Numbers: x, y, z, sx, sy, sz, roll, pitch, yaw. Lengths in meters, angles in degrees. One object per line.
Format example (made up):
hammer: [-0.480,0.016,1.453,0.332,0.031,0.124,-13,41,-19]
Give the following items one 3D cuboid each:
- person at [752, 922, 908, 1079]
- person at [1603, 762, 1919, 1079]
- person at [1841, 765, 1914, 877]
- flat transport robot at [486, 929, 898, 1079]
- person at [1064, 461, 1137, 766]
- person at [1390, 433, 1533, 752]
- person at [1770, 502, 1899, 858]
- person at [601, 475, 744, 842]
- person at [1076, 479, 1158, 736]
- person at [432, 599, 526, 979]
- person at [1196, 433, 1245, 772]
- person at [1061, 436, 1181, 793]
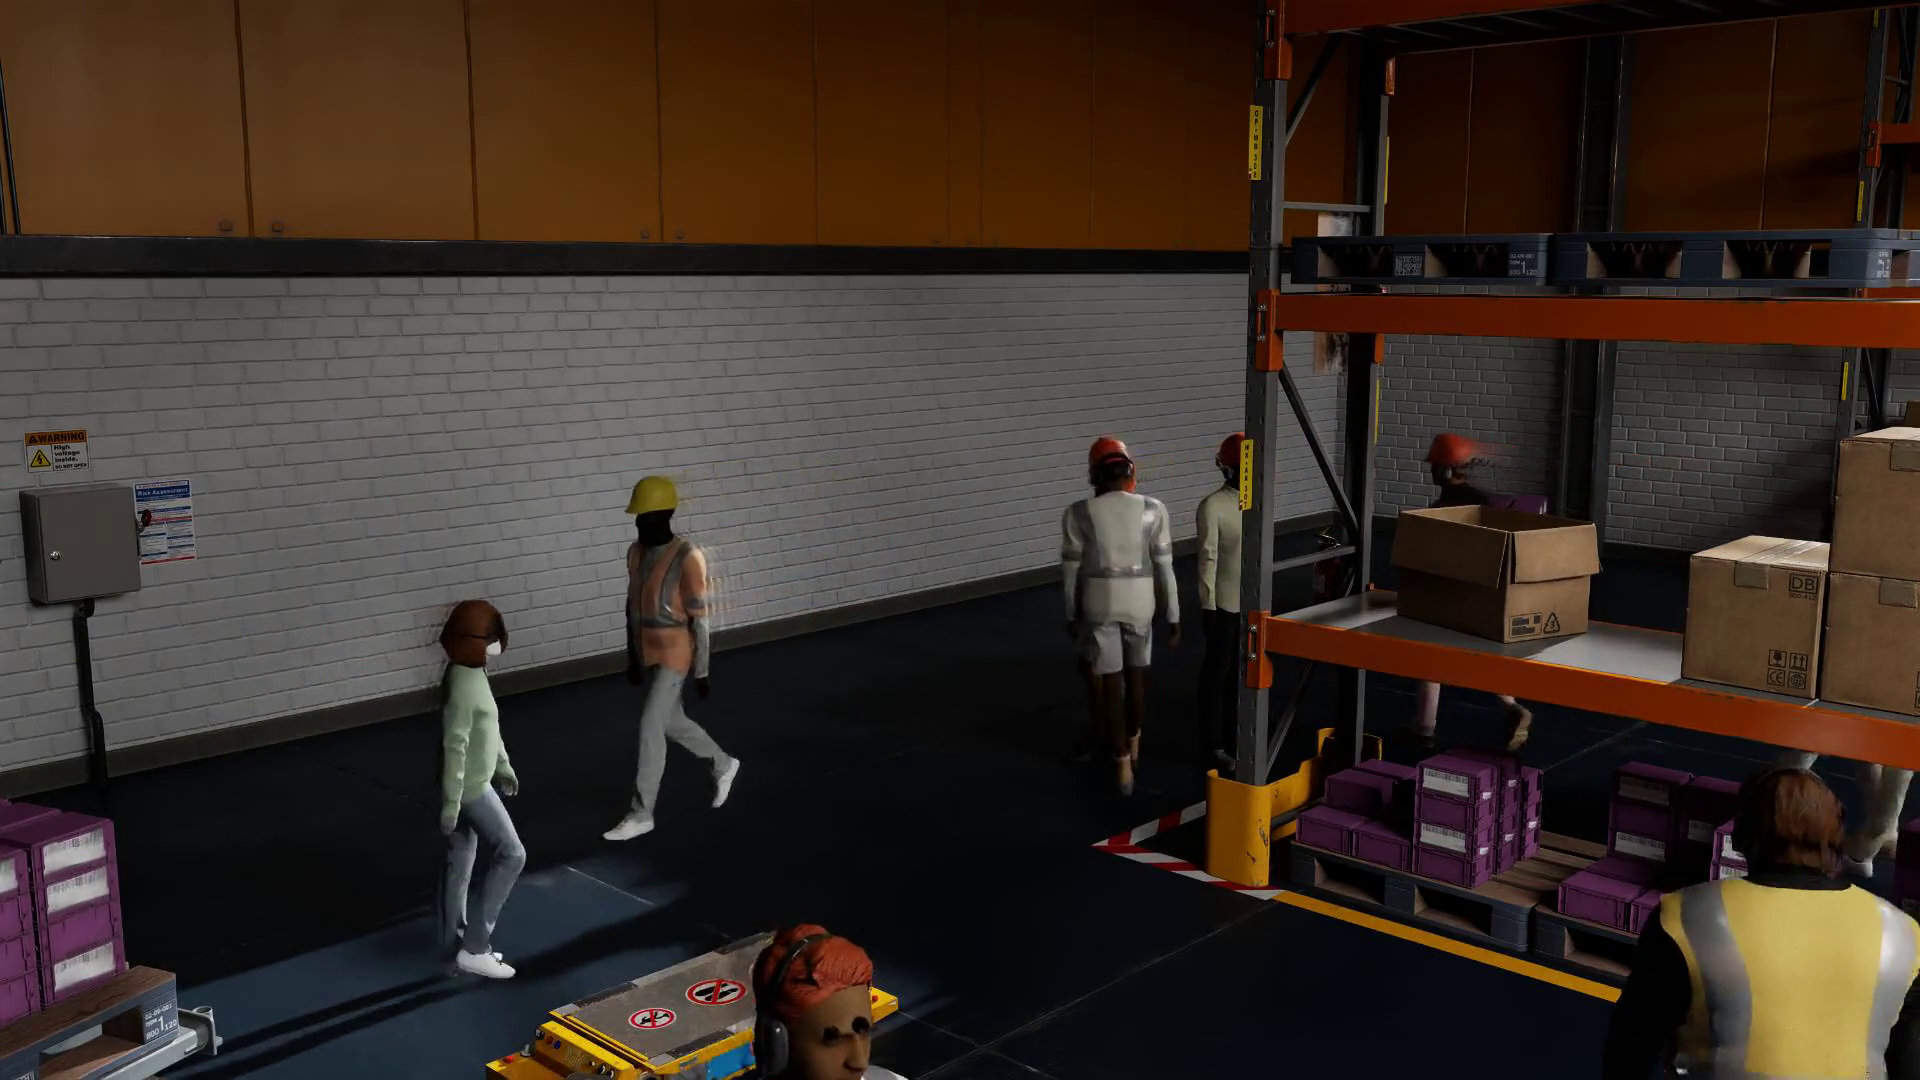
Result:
person: [-0.339,1.557,2.988,0.583,1.849,0.944,-7,12,-38]
person: [1.866,1.414,3.938,0.659,1.817,0.679,0,9,3]
person: [4.581,0.792,7.774,0.955,1.825,0.540,6,11,32]
flat transport robot: [-0.969,1.810,6.227,0.652,0.197,1.431,9,13,43]
person: [0.853,0.419,9.873,0.429,1.878,0.664,-3,10,-16]
person: [3.033,0.341,10.029,0.625,1.974,0.789,-8,12,-39]
person: [4.343,0.686,8.416,0.934,1.800,0.657,4,10,24]
person: [-1.514,0.585,8.794,0.898,1.895,0.594,-9,13,-43]
person: [0.940,0.357,10.408,0.615,1.813,0.436,9,13,43]
person: [-1.986,1.033,6.875,0.402,1.612,0.484,-5,10,-28]
person: [1.628,0.356,9.865,0.382,1.993,0.622,9,13,42]
person: [0.906,0.394,9.636,0.648,1.991,0.950,0,9,-2]
